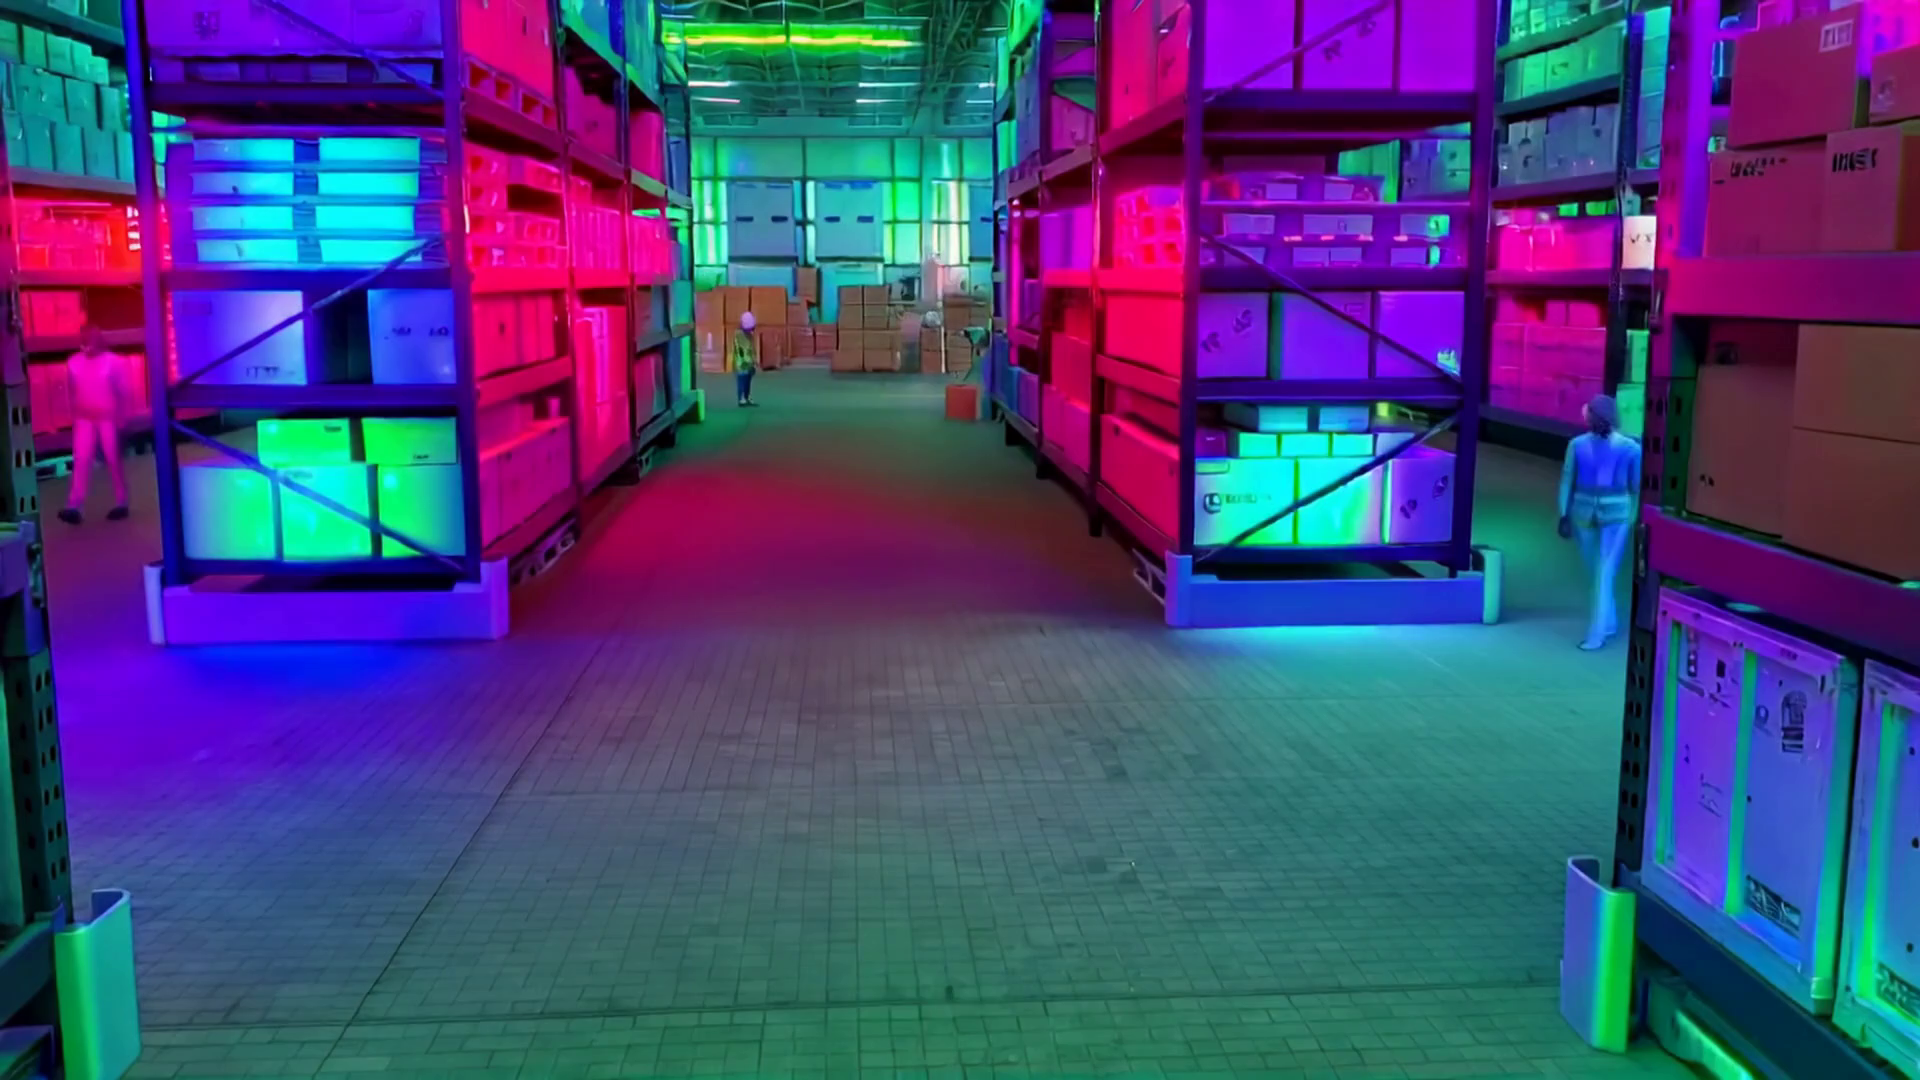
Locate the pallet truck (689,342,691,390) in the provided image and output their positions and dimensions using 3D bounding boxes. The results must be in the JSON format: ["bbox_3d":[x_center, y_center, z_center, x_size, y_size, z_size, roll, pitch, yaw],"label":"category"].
[{"bbox_3d":[-5.225,-3.008,27.480,1.885,1.965,0.823,2,9,14],"label":"pallet truck"}]

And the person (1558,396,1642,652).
[{"bbox_3d":[4.124,-0.126,10.658,0.527,1.591,0.846,8,12,42],"label":"person"}]

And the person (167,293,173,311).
[{"bbox_3d":[-29.658,-8.602,62.663,0.407,1.987,0.608,-2,9,-10],"label":"person"}]

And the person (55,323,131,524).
[{"bbox_3d":[-8.226,-1.092,15.746,0.661,1.897,0.957,1,9,6],"label":"person"}]

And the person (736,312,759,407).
[{"bbox_3d":[-3.813,-3.225,29.787,0.318,1.697,0.535,3,10,19],"label":"person"}]

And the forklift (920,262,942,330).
[{"bbox_3d":[-1.021,-8.317,58.054,1.873,2.768,1.129,5,10,27],"label":"forklift"}]

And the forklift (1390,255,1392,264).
[{"bbox_3d":[10.492,-5.302,39.124,1.129,2.768,1.873,-1,9,-4],"label":"forklift"}]
